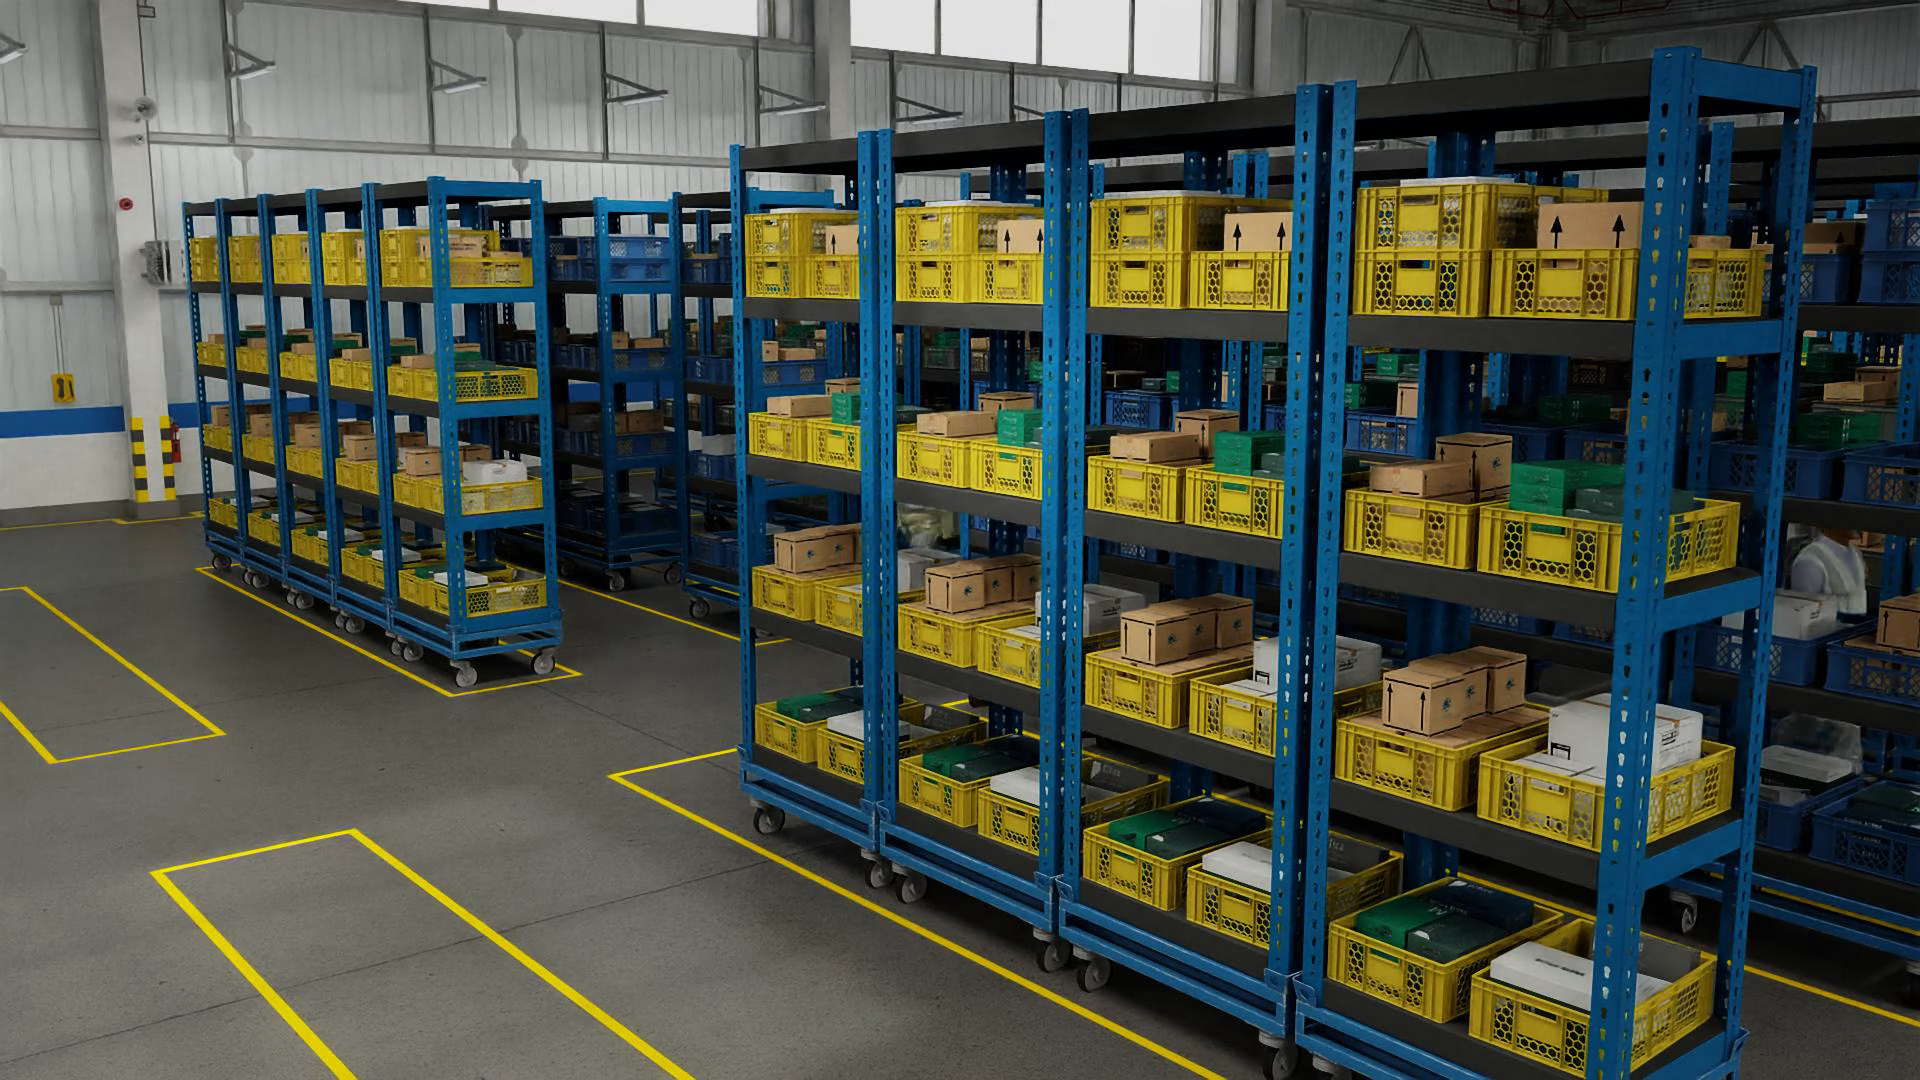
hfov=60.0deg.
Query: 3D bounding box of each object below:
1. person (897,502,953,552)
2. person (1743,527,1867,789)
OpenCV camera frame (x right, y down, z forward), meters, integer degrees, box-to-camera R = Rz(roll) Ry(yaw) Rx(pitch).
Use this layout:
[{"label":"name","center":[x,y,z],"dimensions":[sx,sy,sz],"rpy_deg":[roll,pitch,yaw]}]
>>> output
[{"label":"person","center":[-0.310,-0.129,13.688],"dimensions":[0.948,1.793,0.599],"rpy_deg":[-7,12,-38]},{"label":"person","center":[4.539,0.613,8.818],"dimensions":[0.616,1.912,0.948],"rpy_deg":[-9,13,-43]}]
